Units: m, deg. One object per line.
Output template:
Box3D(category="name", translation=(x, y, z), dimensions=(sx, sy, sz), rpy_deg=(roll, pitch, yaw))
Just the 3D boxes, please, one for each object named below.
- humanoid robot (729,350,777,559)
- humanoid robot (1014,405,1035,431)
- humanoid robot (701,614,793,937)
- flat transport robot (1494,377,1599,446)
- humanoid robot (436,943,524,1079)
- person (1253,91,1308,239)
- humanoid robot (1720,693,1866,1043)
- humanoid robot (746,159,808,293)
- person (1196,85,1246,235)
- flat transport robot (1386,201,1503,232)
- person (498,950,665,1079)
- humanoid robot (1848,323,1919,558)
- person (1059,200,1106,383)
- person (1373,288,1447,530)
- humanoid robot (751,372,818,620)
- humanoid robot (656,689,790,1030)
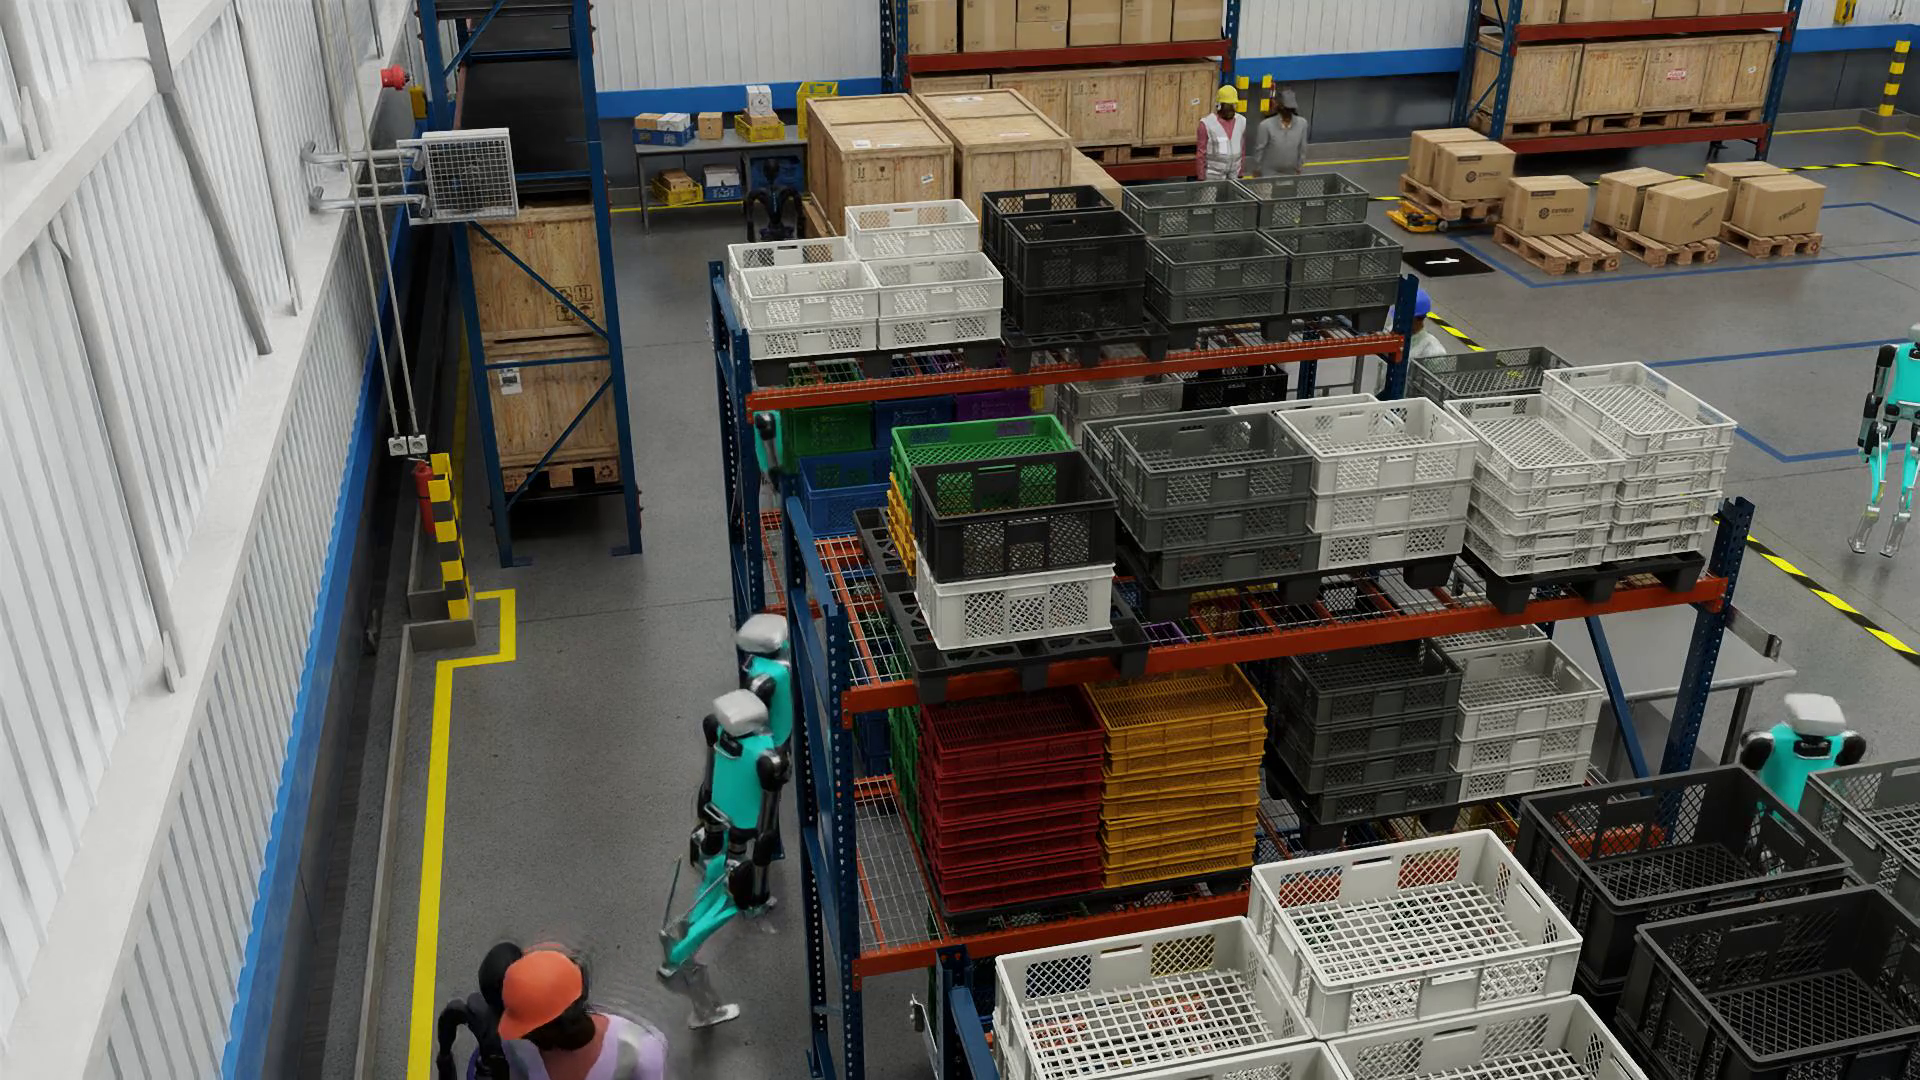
Box3D(category="humanoid robot", translation=(-1.480, -0.687, 11.826), dimensions=(0.315, 1.655, 0.599), rpy_deg=(-6, 28, -12))
Box3D(category="humanoid robot", translation=(0.271, -0.118, 10.761), dimensions=(0.432, 1.649, 0.607), rpy_deg=(-11, 30, -20))
Box3D(category="humanoid robot", translation=(-1.116, 1.167, 8.274), dimensions=(0.681, 1.813, 0.531), rpy_deg=(6, 28, 11))
Box3D(category="flat transport robot", translation=(4.780, -1.036, 14.013), dimensions=(0.659, 0.231, 1.431), rpy_deg=(-6, 28, -12))
Box3D(category="humanoid robot", translation=(-1.729, 2.195, 6.395), dimensions=(0.595, 1.618, 0.741), rpy_deg=(-2, 28, -4))
Box3D(category="person", translation=(3.477, -4.048, 18.148), dimensions=(0.566, 1.728, 0.599), rpy_deg=(-7, 29, -13))
Box3D(category="humanoid robot", translation=(3.725, 1.596, 7.429), dimensions=(0.583, 1.773, 0.776), rpy_deg=(0, 28, -1))
Box3D(category="humanoid robot", translation=(-1.758, -2.849, 15.990), dimensions=(0.583, 1.625, 0.792), rpy_deg=(-6, 28, -11))
Box3D(category="person", translation=(2.807, -3.959, 17.876), dimensions=(0.589, 1.837, 0.404), rpy_deg=(-11, 30, -20))
Box3D(category="flat transport robot", translation=(5.725, -3.788, 19.204), dimensions=(1.431, 0.197, 0.652), rpy_deg=(-6, 28, -12))
Box3D(category="person", translation=(-1.282, 2.232, 5.941), dimensions=(0.633, 2.015, 0.462), rpy_deg=(4, 28, 7))
Box3D(category="humanoid robot", translation=(6.519, -0.634, 11.536), dimensions=(0.533, 1.672, 0.735), rpy_deg=(13, 30, 23))
Box3D(category="person", translation=(1.077, -2.049, 14.221), dimensions=(0.598, 1.860, 0.722), rpy_deg=(-8, 29, -15))
Box3D(category="person", translation=(3.174, -0.894, 11.953), dimensions=(0.411, 1.939, 0.611), rpy_deg=(-12, 30, -22))
Box3D(category="humanoid robot", translation=(-0.988, -0.241, 11.039), dimensions=(0.810, 1.867, 0.543), rpy_deg=(-5, 28, -9))
Box3D(category="humanoid robot", translation=(-1.165, 1.586, 7.519), dimensions=(0.813, 1.815, 0.533), rpy_deg=(-23, 35, -36))
